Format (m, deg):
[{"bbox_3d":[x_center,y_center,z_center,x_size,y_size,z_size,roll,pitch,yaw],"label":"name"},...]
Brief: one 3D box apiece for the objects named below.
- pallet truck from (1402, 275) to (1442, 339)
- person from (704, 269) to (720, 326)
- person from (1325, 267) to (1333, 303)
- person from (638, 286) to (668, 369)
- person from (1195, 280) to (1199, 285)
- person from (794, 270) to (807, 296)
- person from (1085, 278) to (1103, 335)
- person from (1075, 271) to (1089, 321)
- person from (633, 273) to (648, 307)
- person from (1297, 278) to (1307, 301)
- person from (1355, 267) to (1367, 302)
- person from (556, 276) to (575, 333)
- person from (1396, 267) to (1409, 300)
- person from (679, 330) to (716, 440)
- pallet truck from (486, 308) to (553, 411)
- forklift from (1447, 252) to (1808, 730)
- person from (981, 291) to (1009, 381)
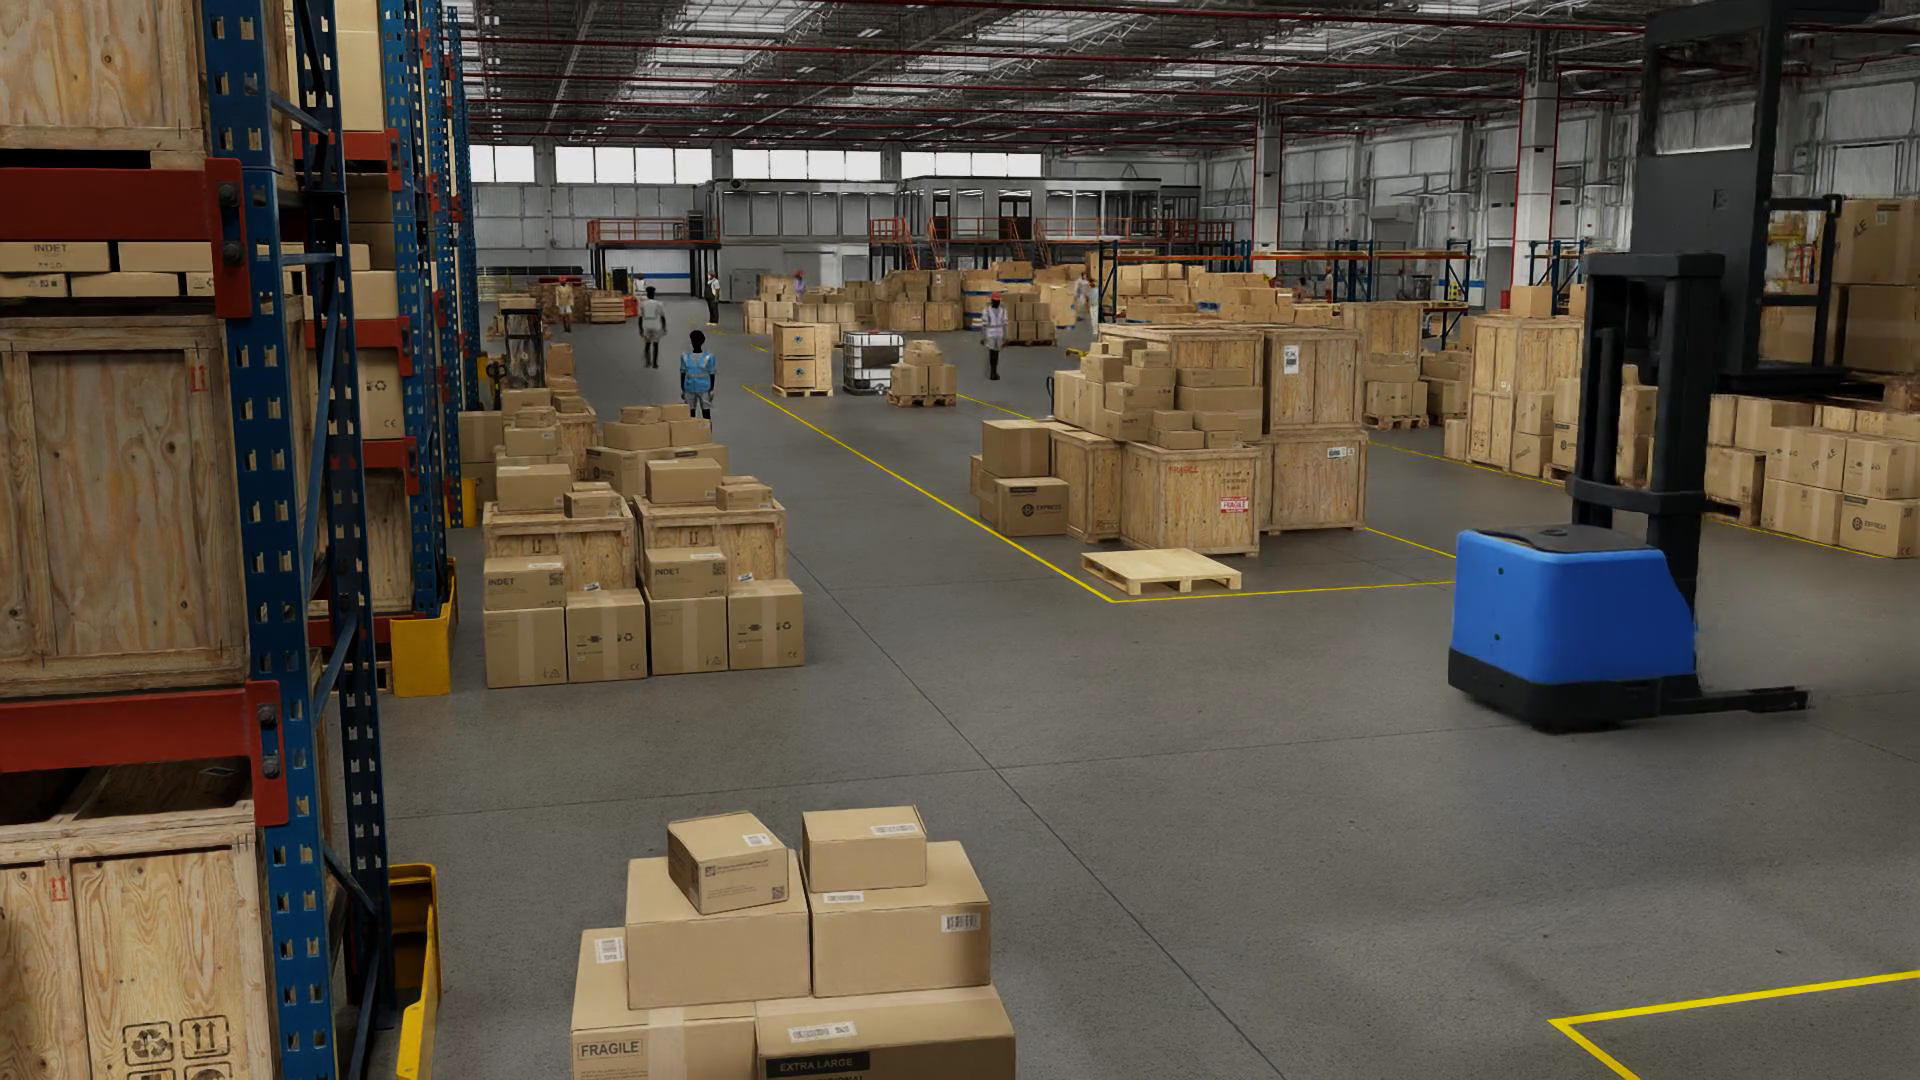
[{"bbox_3d":[14.620,-7.324,52.145,0.823,1.965,1.885,8,13,40],"label":"pallet truck"},{"bbox_3d":[-9.003,-8.772,60.222,0.538,2.000,0.688,-7,12,-34],"label":"person"},{"bbox_3d":[16.113,-10.959,72.752,0.392,1.990,0.611,4,11,21],"label":"person"},{"bbox_3d":[-7.213,-4.992,39.132,0.633,1.933,0.844,0,10,3],"label":"person"},{"bbox_3d":[9.247,-9.306,63.804,0.626,1.846,0.429,5,11,28],"label":"person"},{"bbox_3d":[-6.046,-9.134,62.433,0.606,2.001,1.076,-3,11,-19],"label":"person"},{"bbox_3d":[4.339,-7.612,54.214,0.547,1.842,0.613,6,11,29],"label":"person"},{"bbox_3d":[4.766,-9.360,63.894,0.664,1.914,0.710,-10,14,-44],"label":"person"},{"bbox_3d":[-12.163,-9.245,63.470,0.575,1.844,0.914,-1,10,-7],"label":"person"},{"bbox_3d":[13.392,-9.411,64.927,0.550,1.641,0.882,-8,13,-40],"label":"person"},{"bbox_3d":[18.755,-11.820,77.856,0.952,1.916,0.633,1,10,8],"label":"person"},{"bbox_3d":[-13.195,-7.886,55.645,0.568,1.899,0.890,-2,10,-9],"label":"person"},{"bbox_3d":[20.713,-11.785,77.729,0.963,1.901,0.564,8,13,39],"label":"person"},{"bbox_3d":[-3.700,-2.110,23.467,0.535,1.700,0.318,1,10,8],"label":"person"},{"bbox_3d":[-6.242,-2.418,24.362,0.823,1.965,1.885,1,10,3],"label":"pallet truck"},{"bbox_3d":[4.142,-0.364,10.237,1.873,2.768,1.129,-3,10,-15],"label":"forklift"},{"bbox_3d":[0.793,-4.334,35.476,0.575,1.900,0.900,-3,11,-19],"label":"person"}]
